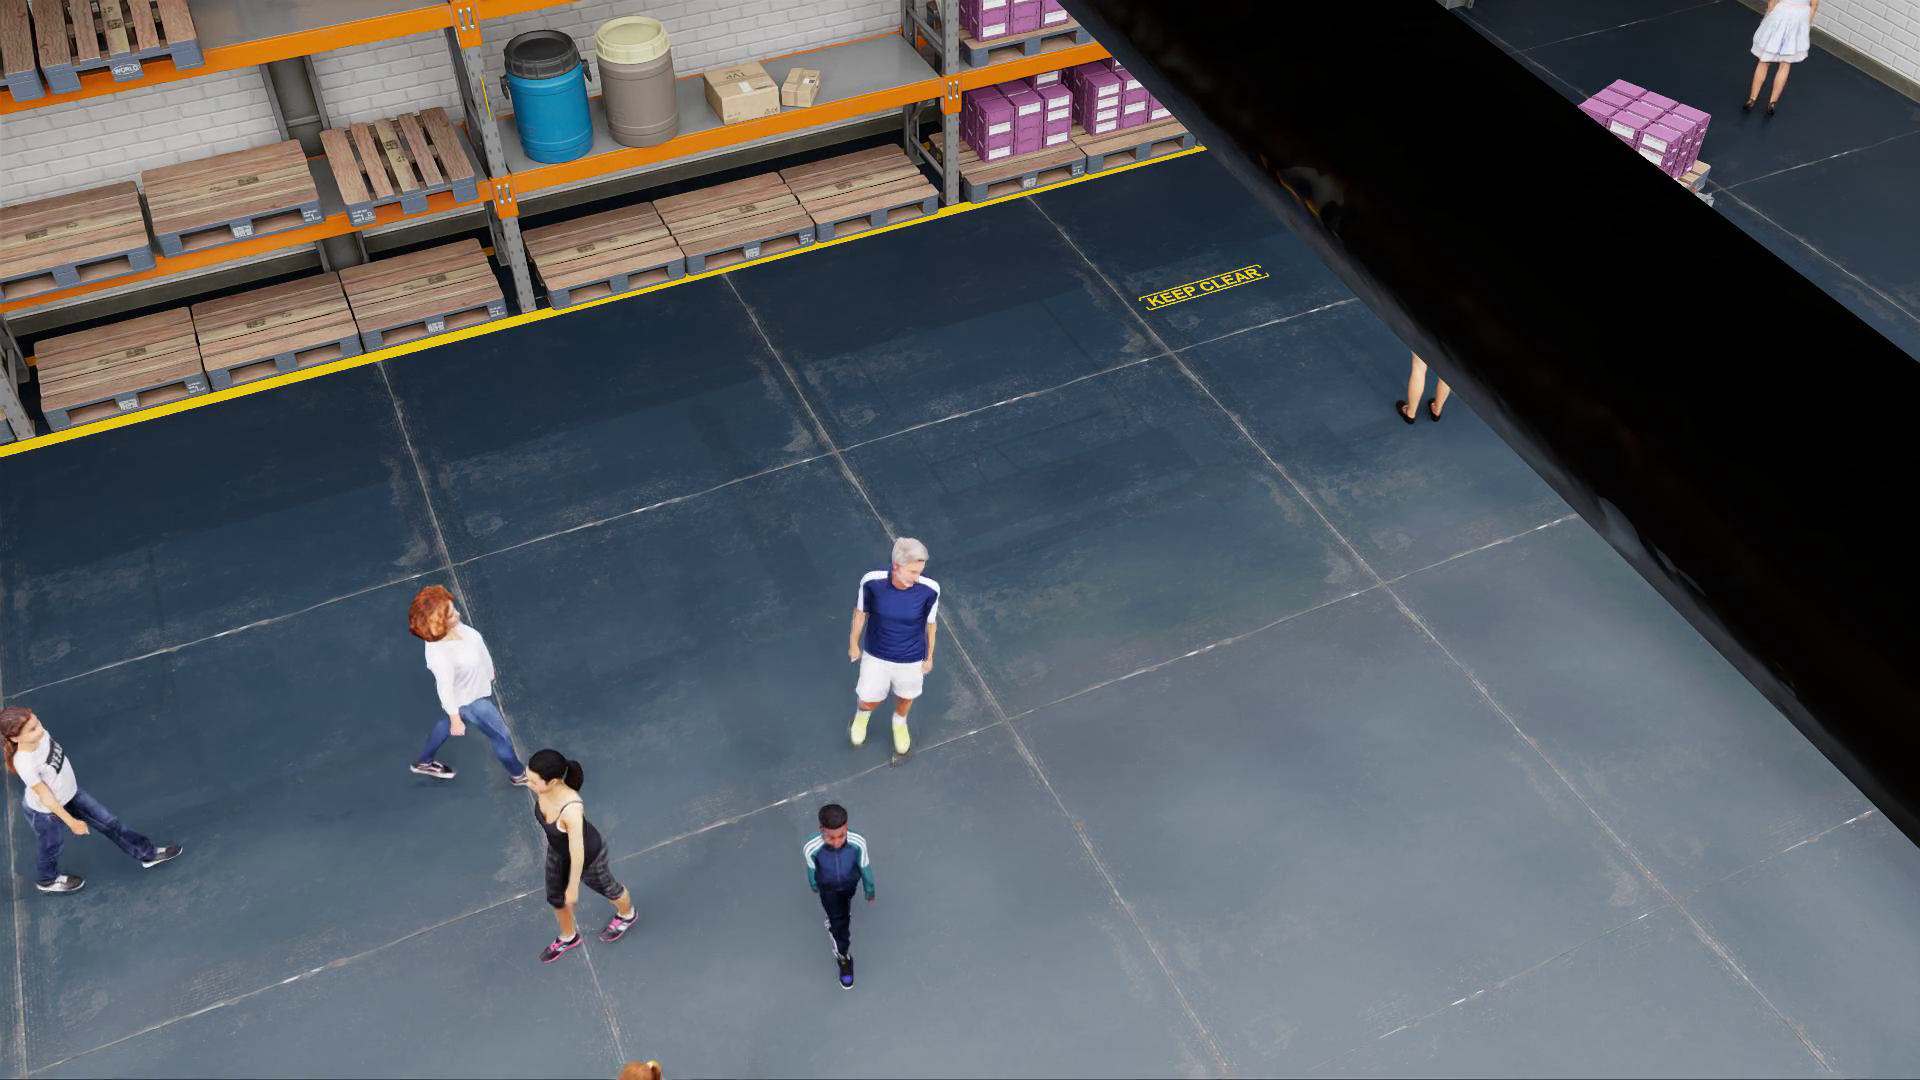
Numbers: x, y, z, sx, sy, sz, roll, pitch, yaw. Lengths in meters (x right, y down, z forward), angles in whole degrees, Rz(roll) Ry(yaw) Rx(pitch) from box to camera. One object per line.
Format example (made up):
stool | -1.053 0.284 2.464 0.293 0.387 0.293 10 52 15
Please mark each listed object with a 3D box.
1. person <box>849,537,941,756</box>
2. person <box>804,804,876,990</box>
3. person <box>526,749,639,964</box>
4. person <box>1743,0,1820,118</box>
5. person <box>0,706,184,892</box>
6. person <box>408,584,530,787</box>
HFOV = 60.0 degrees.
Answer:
person | -0.418 0.665 10.205 0.751 1.794 0.901 11 45 11
person | -0.685 1.855 9.368 0.918 1.227 0.724 -8 44 -8
person | -2.016 1.680 9.202 0.738 1.708 0.912 34 53 30
person | 7.992 -4.947 16.083 0.859 1.813 0.912 16 46 16
person | -5.247 1.514 9.514 1.117 1.519 0.760 -5 44 -5
person | -3.093 0.917 10.016 1.173 1.692 0.818 -8 44 -8
